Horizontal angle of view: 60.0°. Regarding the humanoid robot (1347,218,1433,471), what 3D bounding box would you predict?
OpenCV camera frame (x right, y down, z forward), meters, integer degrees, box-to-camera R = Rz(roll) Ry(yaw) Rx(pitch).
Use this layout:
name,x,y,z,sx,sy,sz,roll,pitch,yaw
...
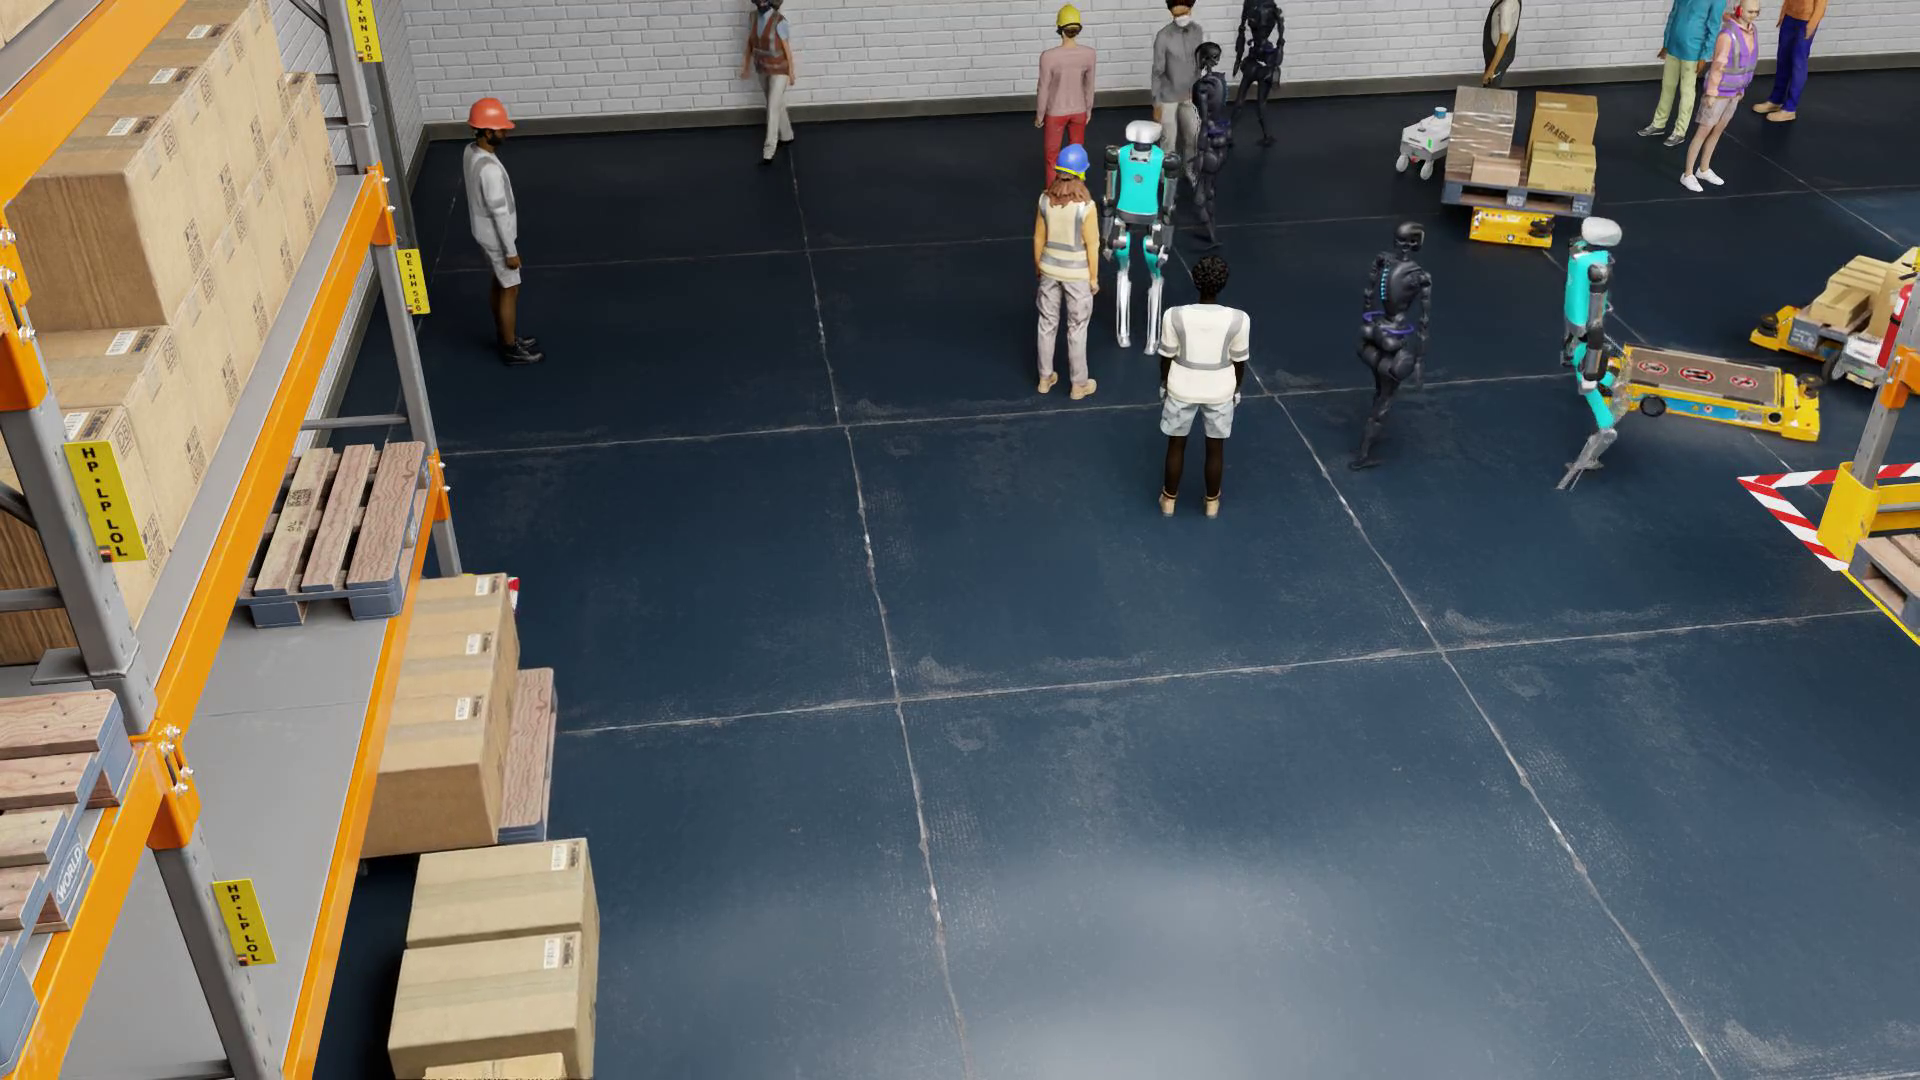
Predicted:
name,x,y,z,sx,sy,sz,roll,pitch,yaw
humanoid robot,2.720,-1.235,10.460,0.534,1.645,0.591,-17,37,-24

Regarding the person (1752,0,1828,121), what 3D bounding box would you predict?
name,x,y,z,sx,sy,sz,roll,pitch,yaw
person,8.113,-5.065,16.064,0.404,1.972,0.517,-8,34,-11

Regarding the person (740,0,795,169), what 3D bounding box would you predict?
name,x,y,z,sx,sy,sz,roll,pitch,yaw
person,-1.764,-4.282,15.141,0.481,1.653,0.750,24,40,32

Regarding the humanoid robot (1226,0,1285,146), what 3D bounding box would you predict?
name,x,y,z,sx,sy,sz,roll,pitch,yaw
humanoid robot,2.729,-4.396,15.328,0.643,1.644,0.612,-21,39,-29

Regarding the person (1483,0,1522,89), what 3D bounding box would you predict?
name,x,y,z,sx,sy,sz,roll,pitch,yaw
person,4.825,-4.325,15.037,0.345,1.846,0.504,11,35,16

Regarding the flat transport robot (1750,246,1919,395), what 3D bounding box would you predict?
name,x,y,z,sx,sy,sz,roll,pitch,yaw
flat transport robot,6.545,-1.382,11.970,1.431,0.231,0.659,28,42,36

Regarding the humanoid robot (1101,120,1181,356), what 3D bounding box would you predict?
name,x,y,z,sx,sy,sz,roll,pitch,yaw
humanoid robot,1.293,-2.194,11.816,0.539,1.732,0.696,9,34,14

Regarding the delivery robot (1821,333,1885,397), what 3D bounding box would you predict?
name,x,y,z,sx,sy,sz,roll,pitch,yaw
delivery robot,6.469,-1.307,11.566,0.738,0.563,0.499,-18,37,-26

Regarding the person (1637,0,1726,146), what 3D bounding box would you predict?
name,x,y,z,sx,sy,sz,roll,pitch,yaw
person,6.764,-4.585,15.516,0.320,1.754,0.569,-15,36,-21

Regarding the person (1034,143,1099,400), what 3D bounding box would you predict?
name,x,y,z,sx,sy,sz,roll,pitch,yaw
person,0.720,-1.805,11.236,0.463,1.777,0.326,16,37,23

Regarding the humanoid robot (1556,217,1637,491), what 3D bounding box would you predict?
name,x,y,z,sx,sy,sz,roll,pitch,yaw
humanoid robot,4.008,-1.119,10.250,0.762,1.797,0.539,0,33,0

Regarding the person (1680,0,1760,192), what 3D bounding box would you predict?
name,x,y,z,sx,sy,sz,roll,pitch,yaw
person,6.682,-3.907,14.535,0.494,1.692,0.341,-21,38,-28

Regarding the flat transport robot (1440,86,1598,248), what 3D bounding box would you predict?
name,x,y,z,sx,sy,sz,roll,pitch,yaw
flat transport robot,4.743,-2.887,14.277,0.659,0.231,1.431,9,34,14

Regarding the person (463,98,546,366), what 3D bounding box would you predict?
name,x,y,z,sx,sy,sz,roll,pitch,yaw
person,-3.196,-2.132,11.611,0.387,1.924,0.547,-16,37,-23

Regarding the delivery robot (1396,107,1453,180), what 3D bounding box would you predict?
name,x,y,z,sx,sy,sz,roll,pitch,yaw
delivery robot,4.353,-3.652,15.179,0.773,0.586,0.499,-26,41,-34

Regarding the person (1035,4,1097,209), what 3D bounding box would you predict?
name,x,y,z,sx,sy,sz,roll,pitch,yaw
person,0.882,-3.612,14.026,0.525,1.760,0.327,-12,35,-18

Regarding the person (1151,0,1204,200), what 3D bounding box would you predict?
name,x,y,z,sx,sy,sz,roll,pitch,yaw
person,1.846,-3.801,14.214,0.582,1.863,0.447,-14,36,-21

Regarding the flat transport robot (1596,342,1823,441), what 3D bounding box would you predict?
name,x,y,z,sx,sy,sz,roll,pitch,yaw
flat transport robot,5.126,-1.029,11.429,1.431,0.231,0.659,13,35,19

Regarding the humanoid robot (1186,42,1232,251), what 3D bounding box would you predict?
name,x,y,z,sx,sy,sz,roll,pitch,yaw
humanoid robot,2.038,-3.178,13.434,0.426,1.637,0.609,10,35,15

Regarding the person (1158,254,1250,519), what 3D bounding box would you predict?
name,x,y,z,sx,sy,sz,roll,pitch,yaw
person,1.430,-0.890,9.913,0.533,1.691,0.320,4,33,6
